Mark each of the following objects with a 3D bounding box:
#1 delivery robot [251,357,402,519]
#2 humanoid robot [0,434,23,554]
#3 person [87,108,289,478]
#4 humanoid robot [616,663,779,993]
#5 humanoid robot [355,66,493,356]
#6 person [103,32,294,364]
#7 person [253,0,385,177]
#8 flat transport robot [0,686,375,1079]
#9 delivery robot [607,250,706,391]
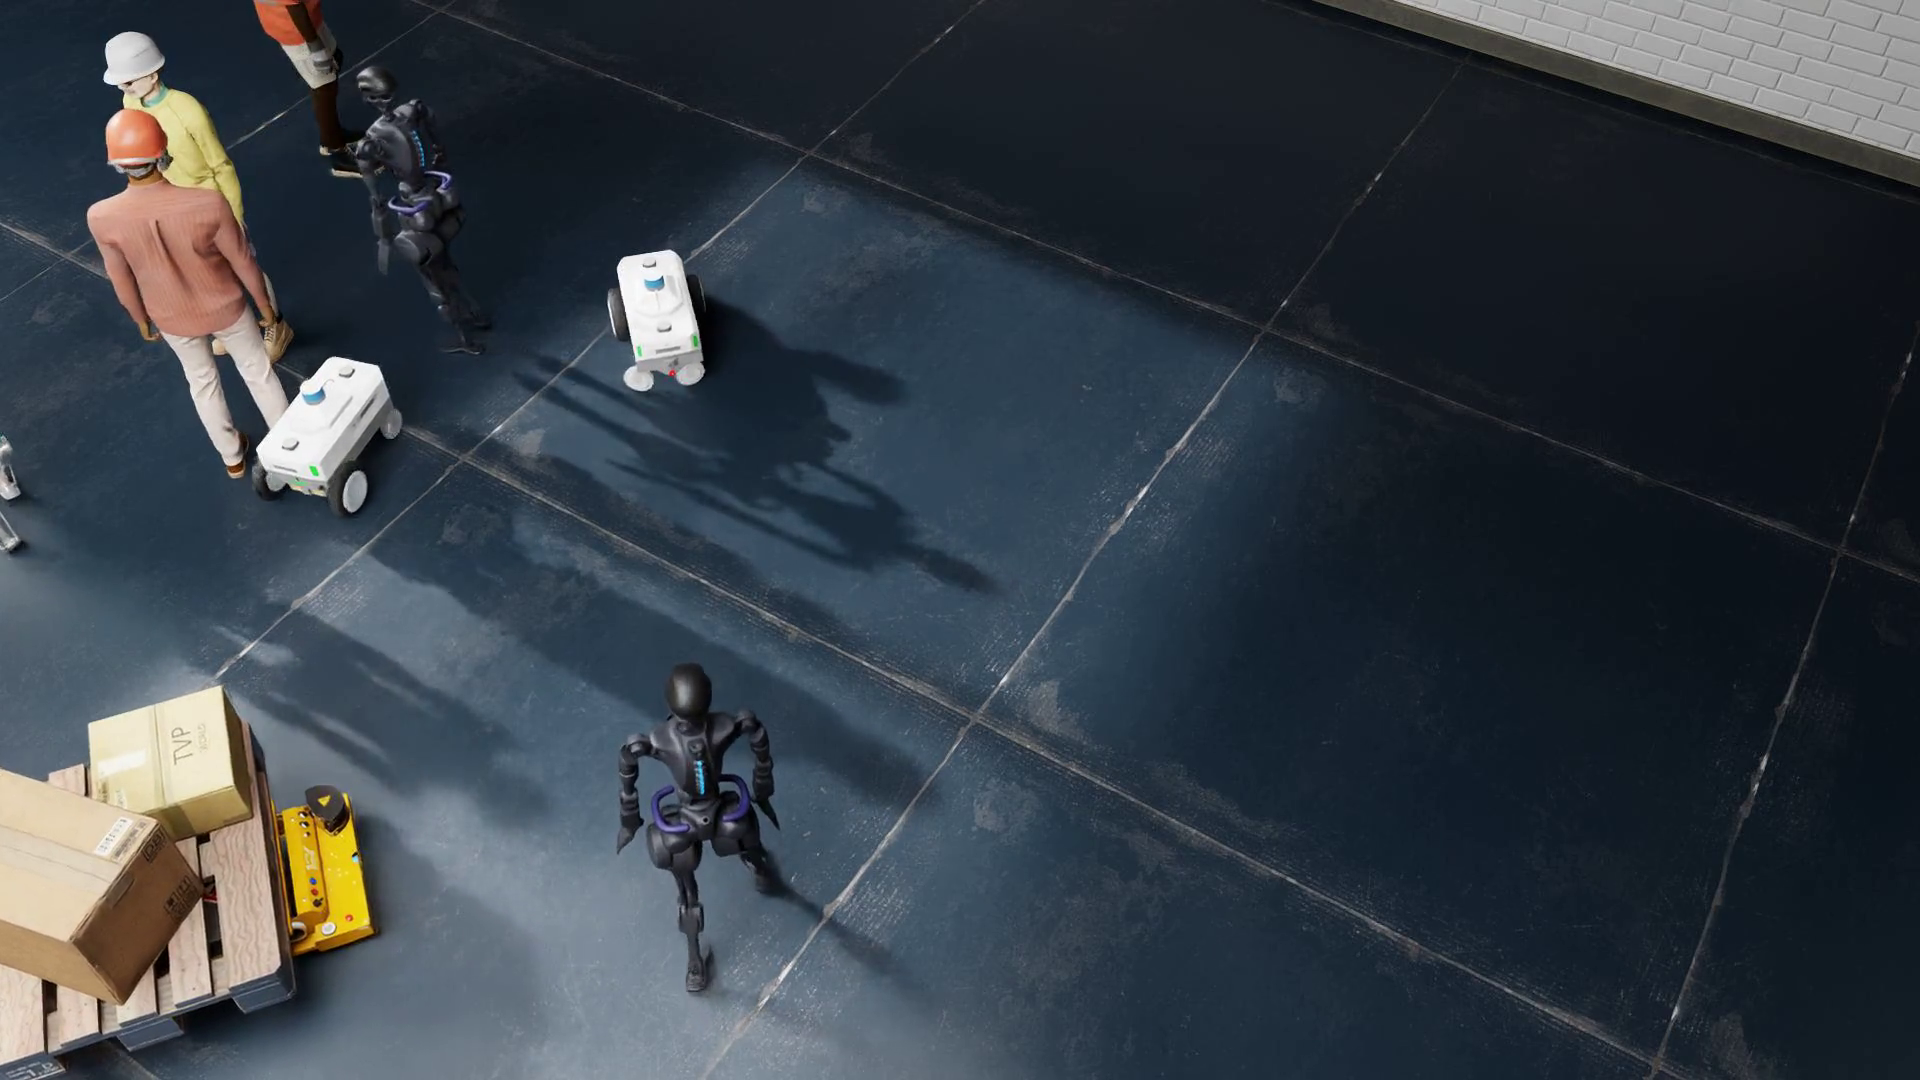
[{"bbox_3d":[-3.077,-0.515,8.076,0.499,0.595,0.783,12,50,11],"label":"delivery robot"},{"bbox_3d":[-4.632,-0.670,7.489,0.552,1.881,0.828,-33,56,-25],"label":"humanoid robot"},{"bbox_3d":[-3.484,-1.091,7.635,0.638,1.985,0.411,-10,50,-9],"label":"person"},{"bbox_3d":[-0.966,0.990,6.044,0.608,1.641,0.567,-14,50,-12],"label":"humanoid robot"},{"bbox_3d":[-2.679,-1.609,8.291,0.346,1.647,0.584,20,52,16],"label":"humanoid robot"},{"bbox_3d":[-3.745,-1.667,8.197,0.487,1.889,0.389,16,51,13],"label":"person"},{"bbox_3d":[-3.655,-2.895,9.227,0.424,1.952,0.672,-20,52,-17],"label":"person"},{"bbox_3d":[-3.091,1.472,6.529,1.431,0.231,0.659,-17,51,-14],"label":"flat transport robot"},{"bbox_3d":[-1.572,-1.169,8.649,0.519,0.598,0.769,-12,50,-10],"label":"delivery robot"}]
